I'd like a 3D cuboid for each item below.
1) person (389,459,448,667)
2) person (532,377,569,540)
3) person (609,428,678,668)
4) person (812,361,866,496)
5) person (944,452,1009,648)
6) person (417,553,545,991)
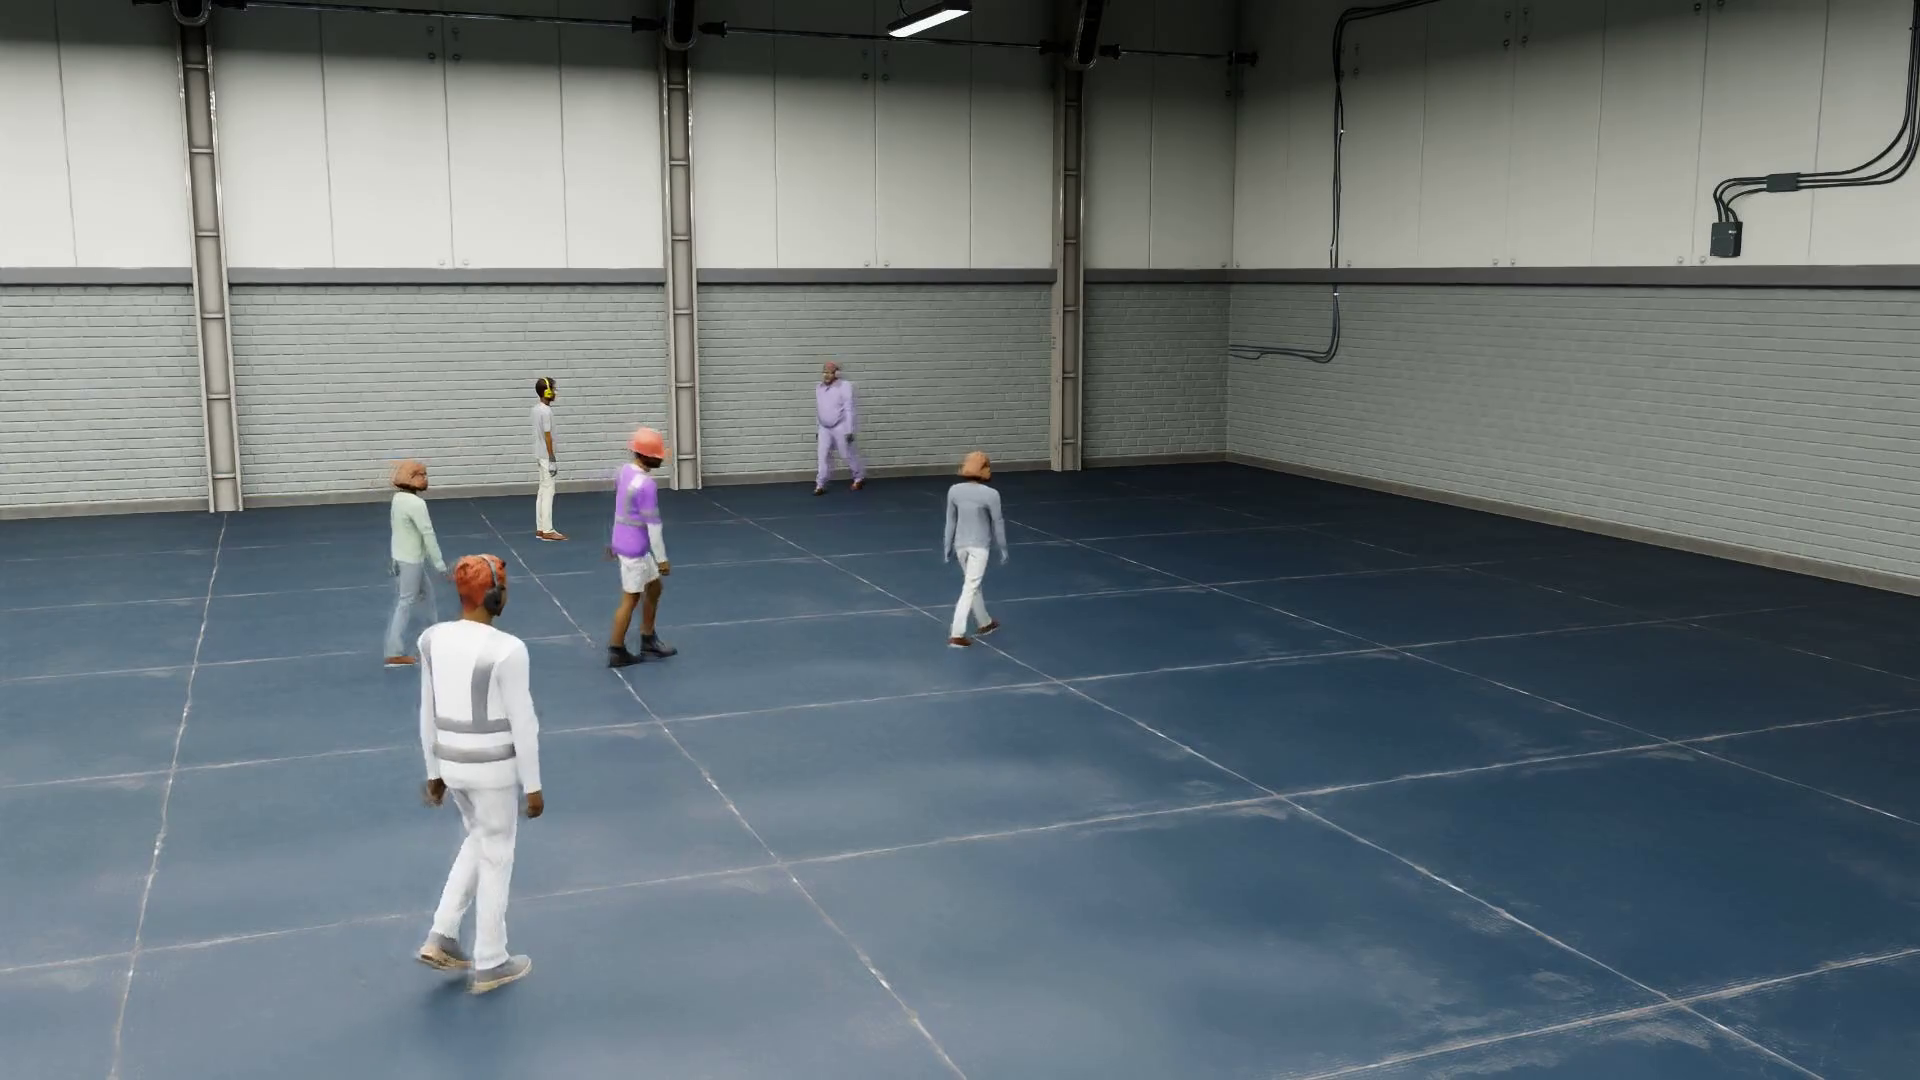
[{"bbox_3d":[-4.176,0.170,13.032,0.768,1.606,0.505,-7,11,-35],"label":"person"},{"bbox_3d":[-4.726,-0.928,19.085,0.318,1.868,0.531,-5,10,-28],"label":"person"},{"bbox_3d":[-2.438,0.064,12.837,0.645,1.878,0.631,-3,10,-19],"label":"person"},{"bbox_3d":[-1.712,-1.565,23.147,0.690,1.861,0.934,5,10,30],"label":"person"},{"bbox_3d":[0.133,0.068,13.716,0.525,1.583,0.871,6,11,35],"label":"person"},{"bbox_3d":[-2.011,0.987,7.056,0.574,1.870,0.406,6,11,33],"label":"person"}]
